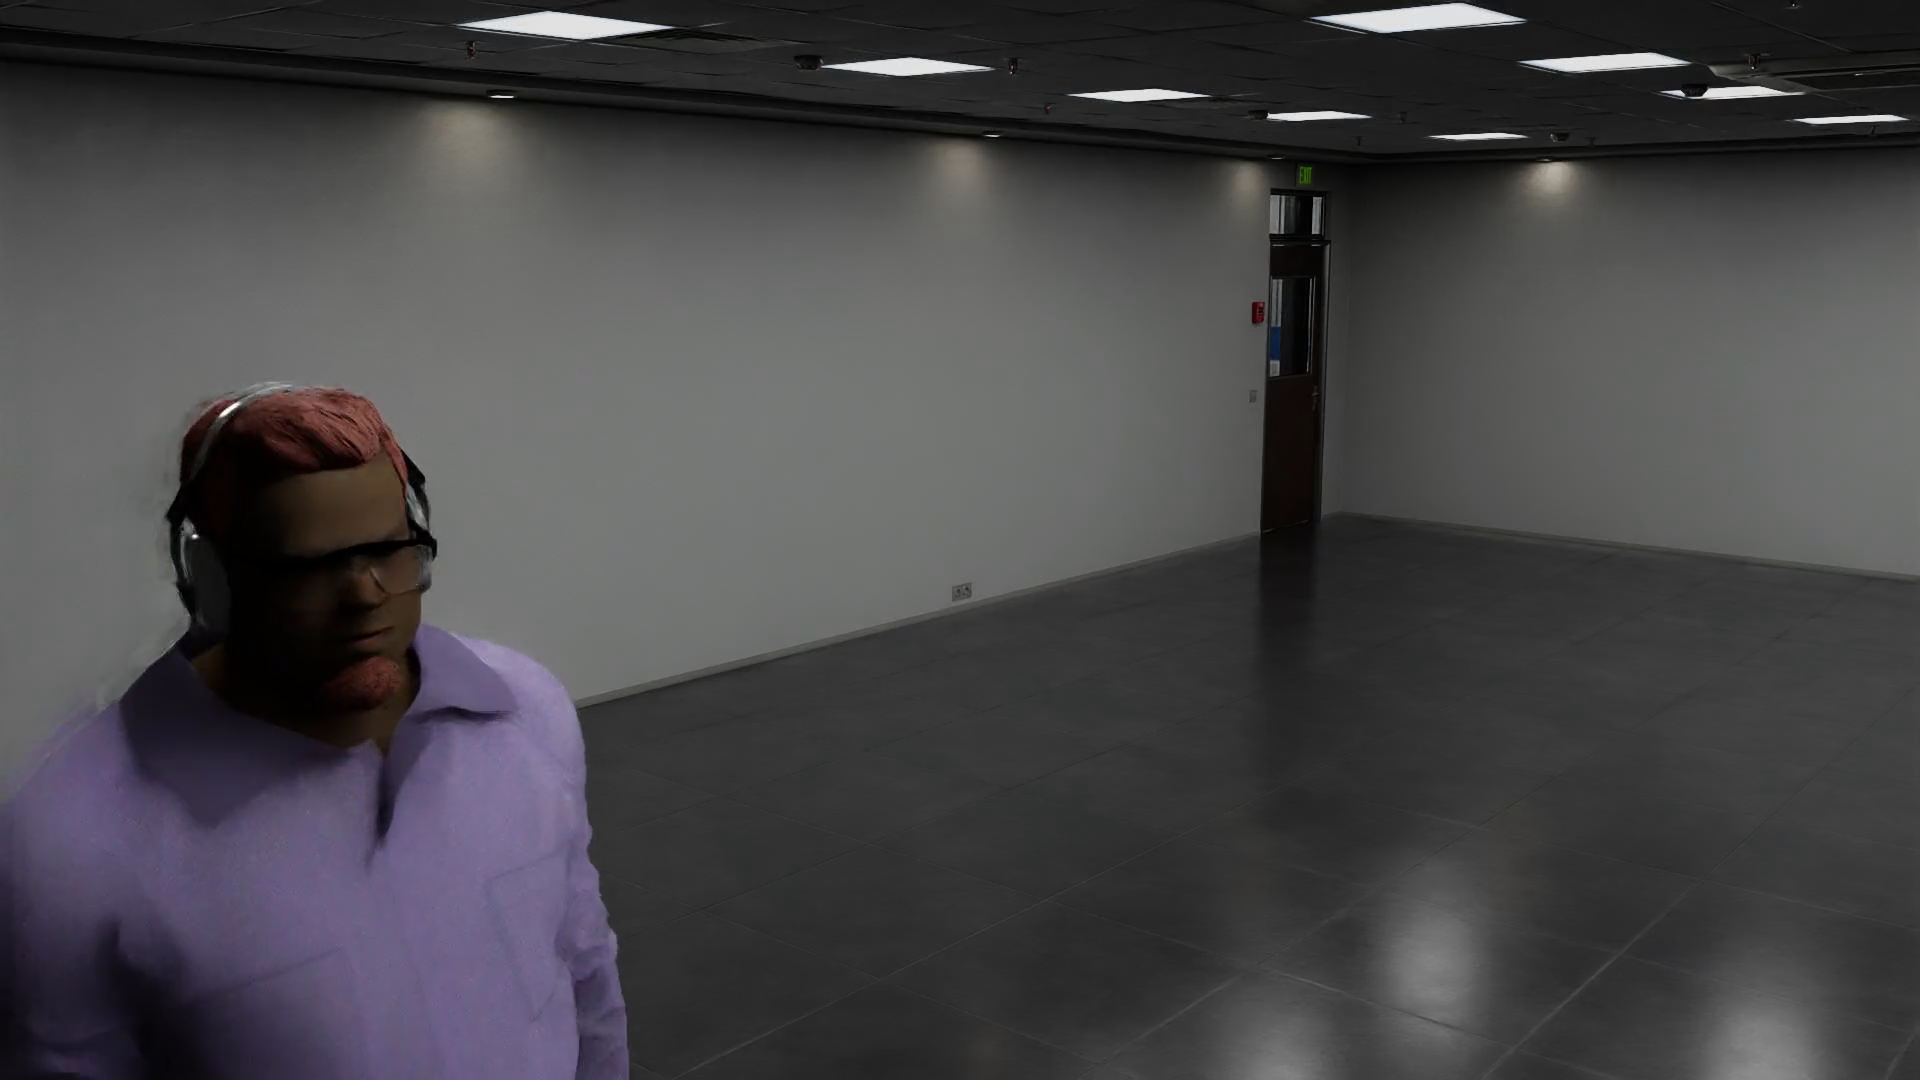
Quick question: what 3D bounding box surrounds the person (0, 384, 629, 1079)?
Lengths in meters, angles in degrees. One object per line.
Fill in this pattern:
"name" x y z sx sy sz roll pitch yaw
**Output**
"person" -0.618 0.781 1.712 0.527 1.894 0.672 8 13 39
